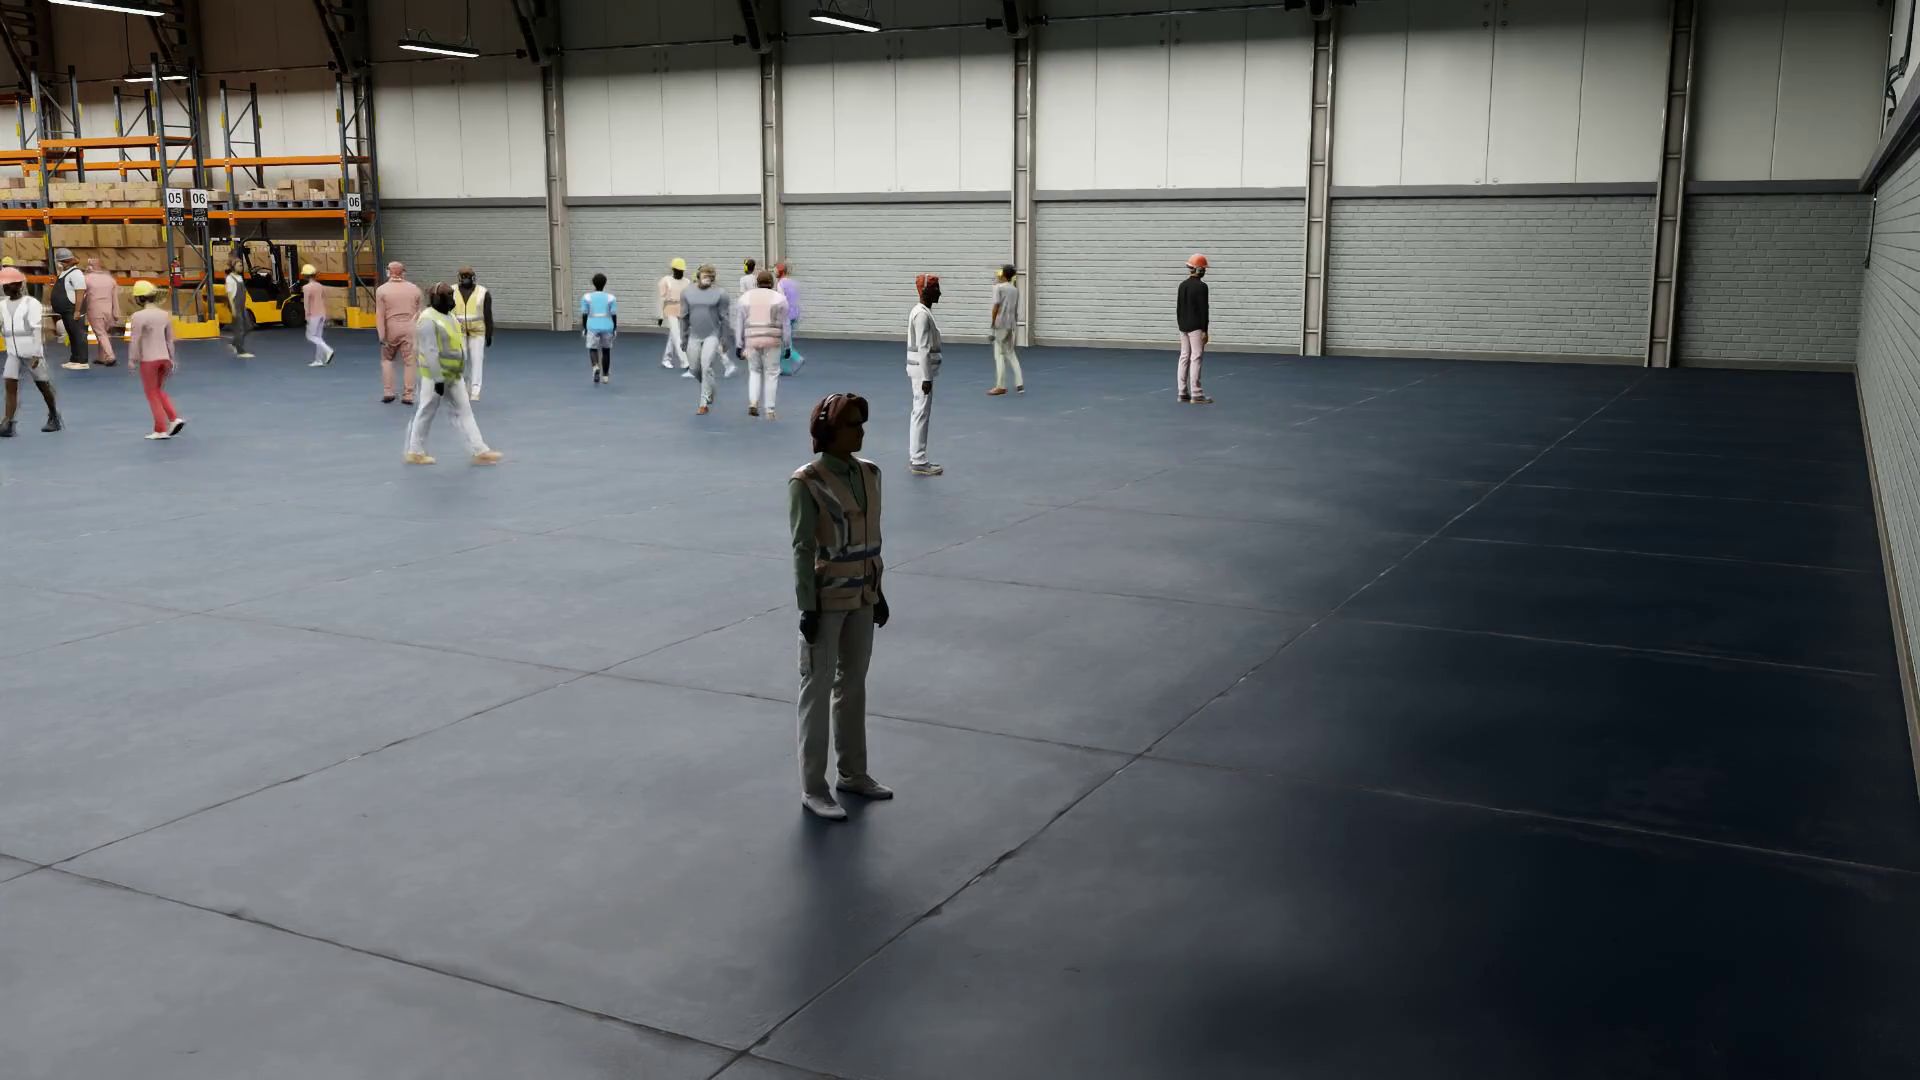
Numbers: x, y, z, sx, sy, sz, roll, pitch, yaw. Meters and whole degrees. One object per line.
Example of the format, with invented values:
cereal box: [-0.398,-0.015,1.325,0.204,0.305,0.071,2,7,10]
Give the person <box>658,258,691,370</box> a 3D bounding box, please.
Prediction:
person: [-4.735,-3.784,27.871,1.033,1.860,0.601,10,14,44]

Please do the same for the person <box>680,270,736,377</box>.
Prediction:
person: [-3.981,-3.415,26.279,0.862,1.708,0.495,3,11,15]

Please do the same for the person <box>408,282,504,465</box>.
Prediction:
person: [-5.004,-1.602,16.171,0.980,1.790,0.646,2,11,11]

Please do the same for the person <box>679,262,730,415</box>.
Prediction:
person: [-3.208,-2.547,21.008,0.642,1.903,0.676,1,10,7]

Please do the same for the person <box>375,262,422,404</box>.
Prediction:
person: [-7.508,-2.754,22.195,0.639,1.882,0.672,-7,13,-34]

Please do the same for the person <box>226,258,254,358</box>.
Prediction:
person: [-13.150,-4.221,30.316,0.416,1.836,0.534,0,10,1]

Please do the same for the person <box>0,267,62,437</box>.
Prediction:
person: [-10.542,-2.113,18.706,0.565,1.891,0.985,1,10,6]

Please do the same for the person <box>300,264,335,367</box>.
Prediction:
person: [-10.942,-3.815,28.332,0.531,1.751,0.535,2,11,13]

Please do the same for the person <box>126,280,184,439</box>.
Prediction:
person: [-8.885,-1.968,18.264,0.355,1.751,0.527,2,11,11]

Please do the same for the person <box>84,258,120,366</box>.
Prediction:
person: [-14.831,-3.926,28.692,0.961,1.857,0.623,6,12,28]

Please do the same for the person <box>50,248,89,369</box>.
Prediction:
person: [-14.952,-3.882,27.913,0.535,2.000,0.674,-10,14,-42]

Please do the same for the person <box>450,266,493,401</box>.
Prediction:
person: [-6.649,-2.790,22.521,0.651,1.832,0.447,-2,11,-9]

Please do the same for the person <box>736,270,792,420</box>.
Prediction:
person: [-2.391,-2.374,20.301,0.689,1.822,0.449,1,10,7]

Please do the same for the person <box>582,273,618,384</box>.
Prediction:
person: [-5.406,-3.172,25.017,0.540,1.676,0.570,-2,11,-12]

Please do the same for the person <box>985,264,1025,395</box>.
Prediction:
person: [0.674,-2.954,23.432,0.488,1.838,0.641,8,13,38]

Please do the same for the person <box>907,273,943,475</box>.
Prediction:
person: [-0.335,-1.562,15.685,0.337,1.882,0.584,-1,10,-3]

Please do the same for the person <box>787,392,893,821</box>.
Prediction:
person: [-0.469,0.247,6.483,0.309,1.645,0.514,7,12,33]

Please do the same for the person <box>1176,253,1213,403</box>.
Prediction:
person: [3.148,-2.835,22.326,0.393,1.995,0.612,-5,12,-27]

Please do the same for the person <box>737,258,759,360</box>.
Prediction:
person: [-3.705,-4.115,29.745,0.875,1.845,0.524,8,13,38]

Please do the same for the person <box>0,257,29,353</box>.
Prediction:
person: [-18.127,-4.488,31.787,0.603,1.830,0.404,-7,13,-34]

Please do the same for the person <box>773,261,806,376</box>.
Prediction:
person: [-2.751,-3.517,26.491,0.508,1.831,0.575,2,11,11]
